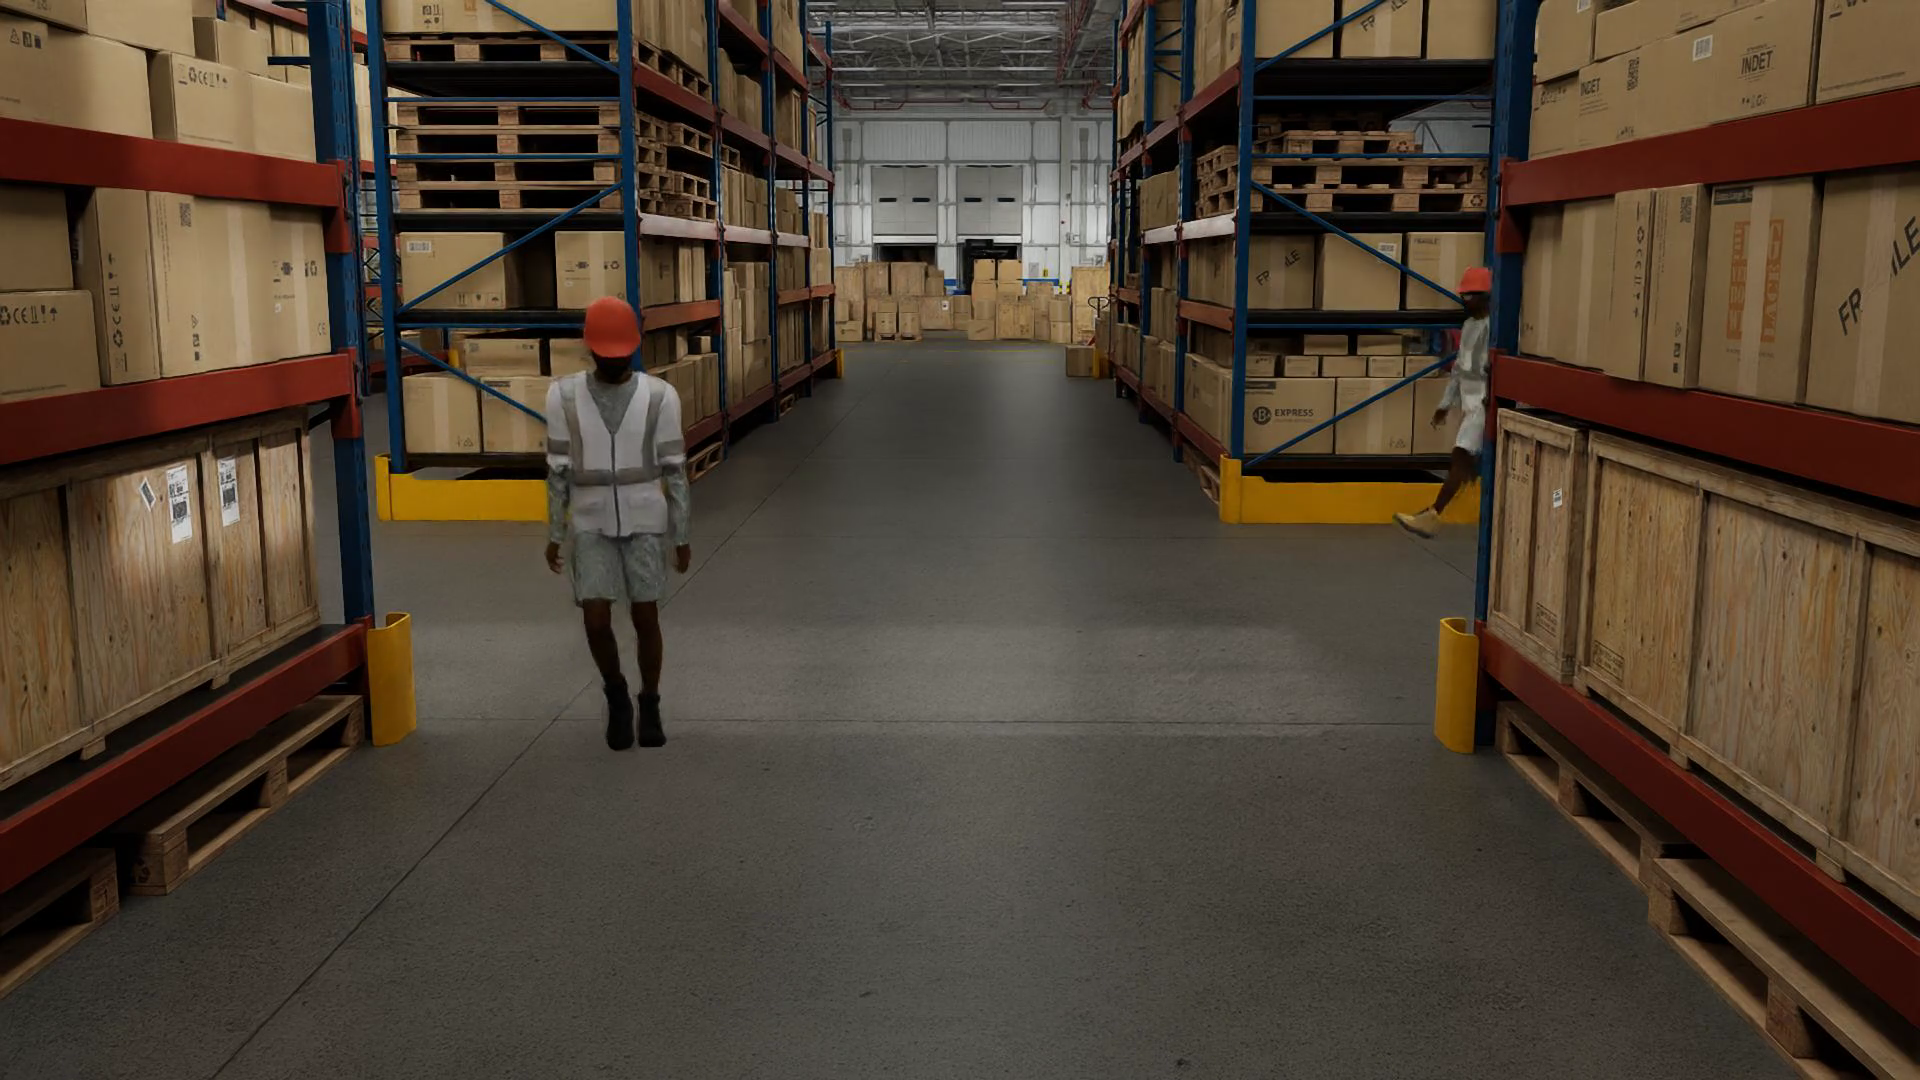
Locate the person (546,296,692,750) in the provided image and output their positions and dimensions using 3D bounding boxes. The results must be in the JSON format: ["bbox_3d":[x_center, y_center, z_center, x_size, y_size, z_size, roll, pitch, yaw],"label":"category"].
[{"bbox_3d":[-1.404,-0.049,6.837,0.603,1.883,0.529,-2,10,-11],"label":"person"}]

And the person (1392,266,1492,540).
[{"bbox_3d":[3.704,-0.984,12.113,1.052,1.983,0.614,0,9,1],"label":"person"}]

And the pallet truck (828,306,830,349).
[{"bbox_3d":[-3.100,-3.940,29.800,1.885,1.965,0.823,3,10,19],"label":"pallet truck"}]

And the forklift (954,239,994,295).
[{"bbox_3d":[0.663,-8.876,56.731,1.129,2.768,1.873,-5,11,-29],"label":"forklift"}]

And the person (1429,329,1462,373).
[{"bbox_3d":[5.029,-1.653,16.629,0.642,1.824,0.498,0,9,0],"label":"person"}]
